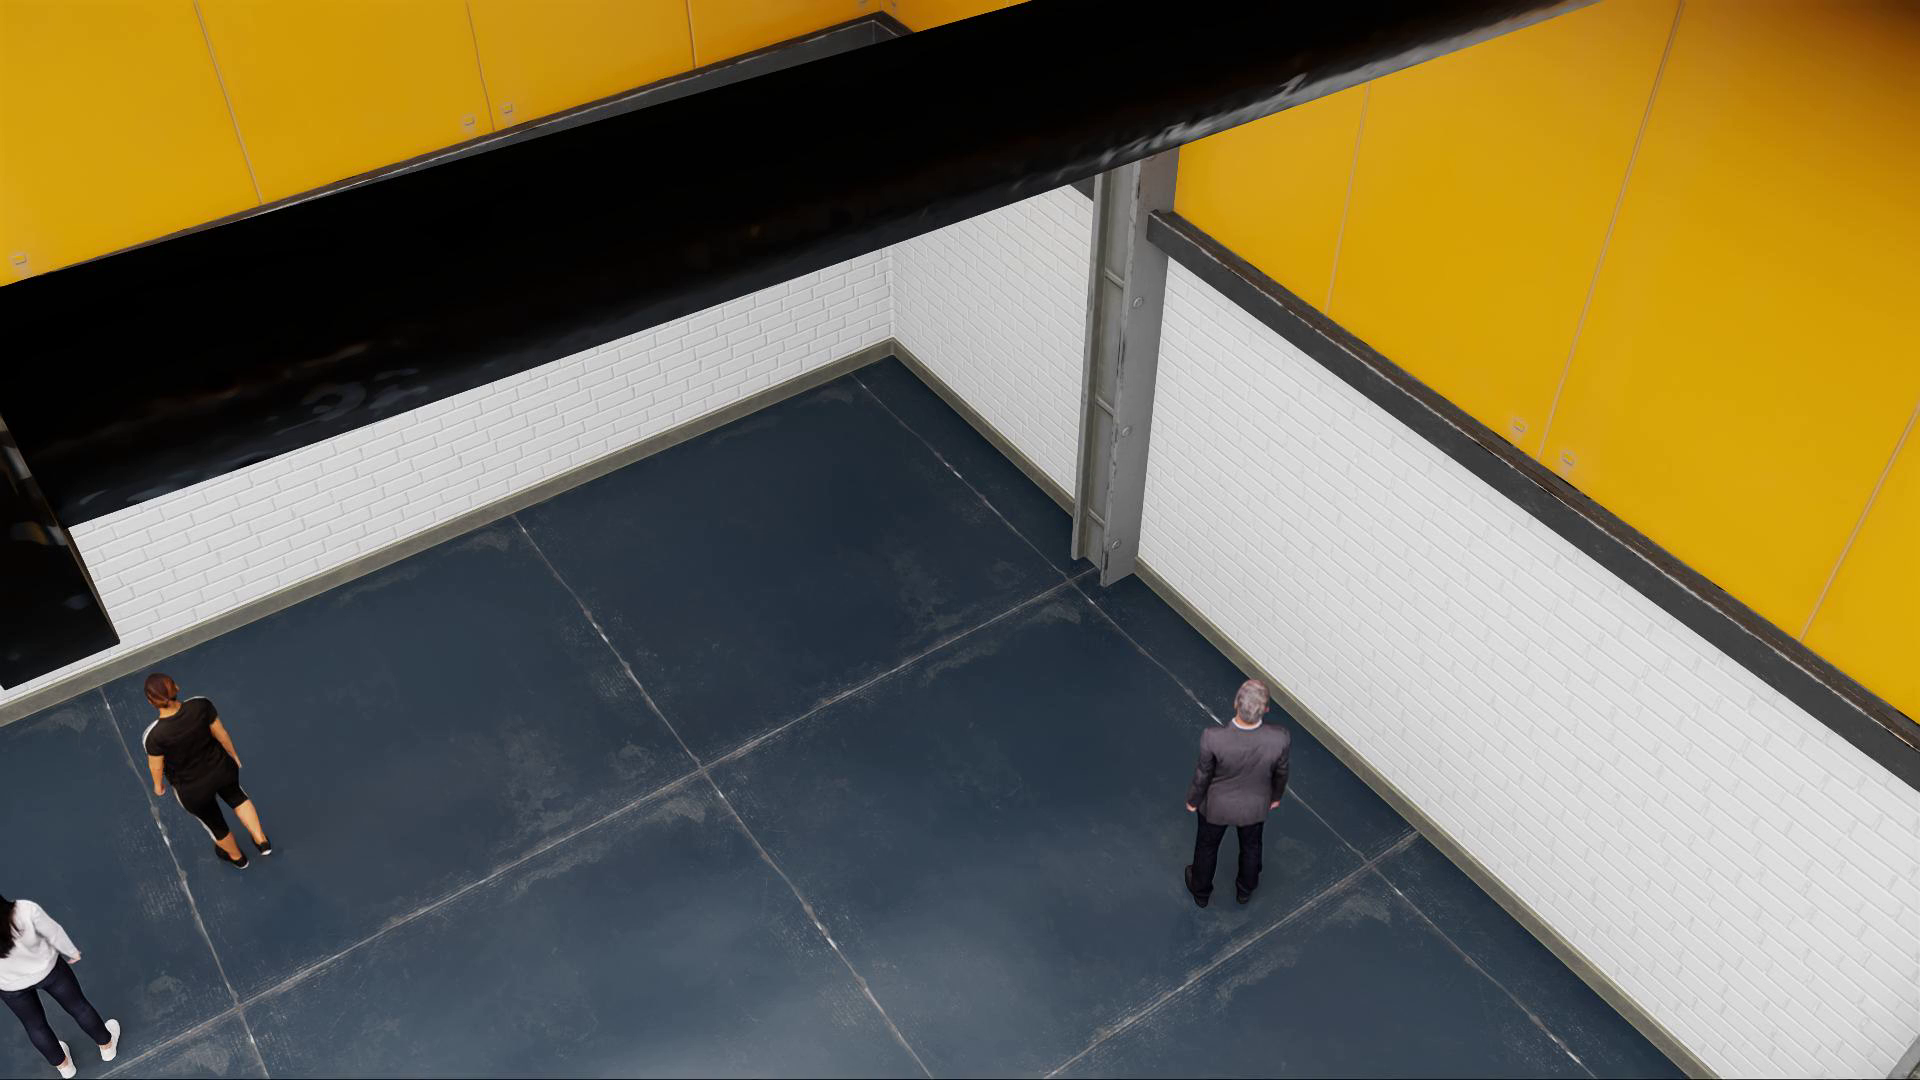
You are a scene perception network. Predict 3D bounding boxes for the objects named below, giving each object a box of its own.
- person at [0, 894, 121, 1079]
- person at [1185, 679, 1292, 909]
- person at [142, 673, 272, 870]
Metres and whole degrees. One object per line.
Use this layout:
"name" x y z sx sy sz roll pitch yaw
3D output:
"person" -4.877 2.259 8.691 0.642 1.700 0.579 -21 47 -20
"person" 1.559 1.446 9.443 0.811 1.839 0.797 -2 44 -2
"person" -4.352 1.393 9.630 0.692 1.659 0.685 27 50 25
